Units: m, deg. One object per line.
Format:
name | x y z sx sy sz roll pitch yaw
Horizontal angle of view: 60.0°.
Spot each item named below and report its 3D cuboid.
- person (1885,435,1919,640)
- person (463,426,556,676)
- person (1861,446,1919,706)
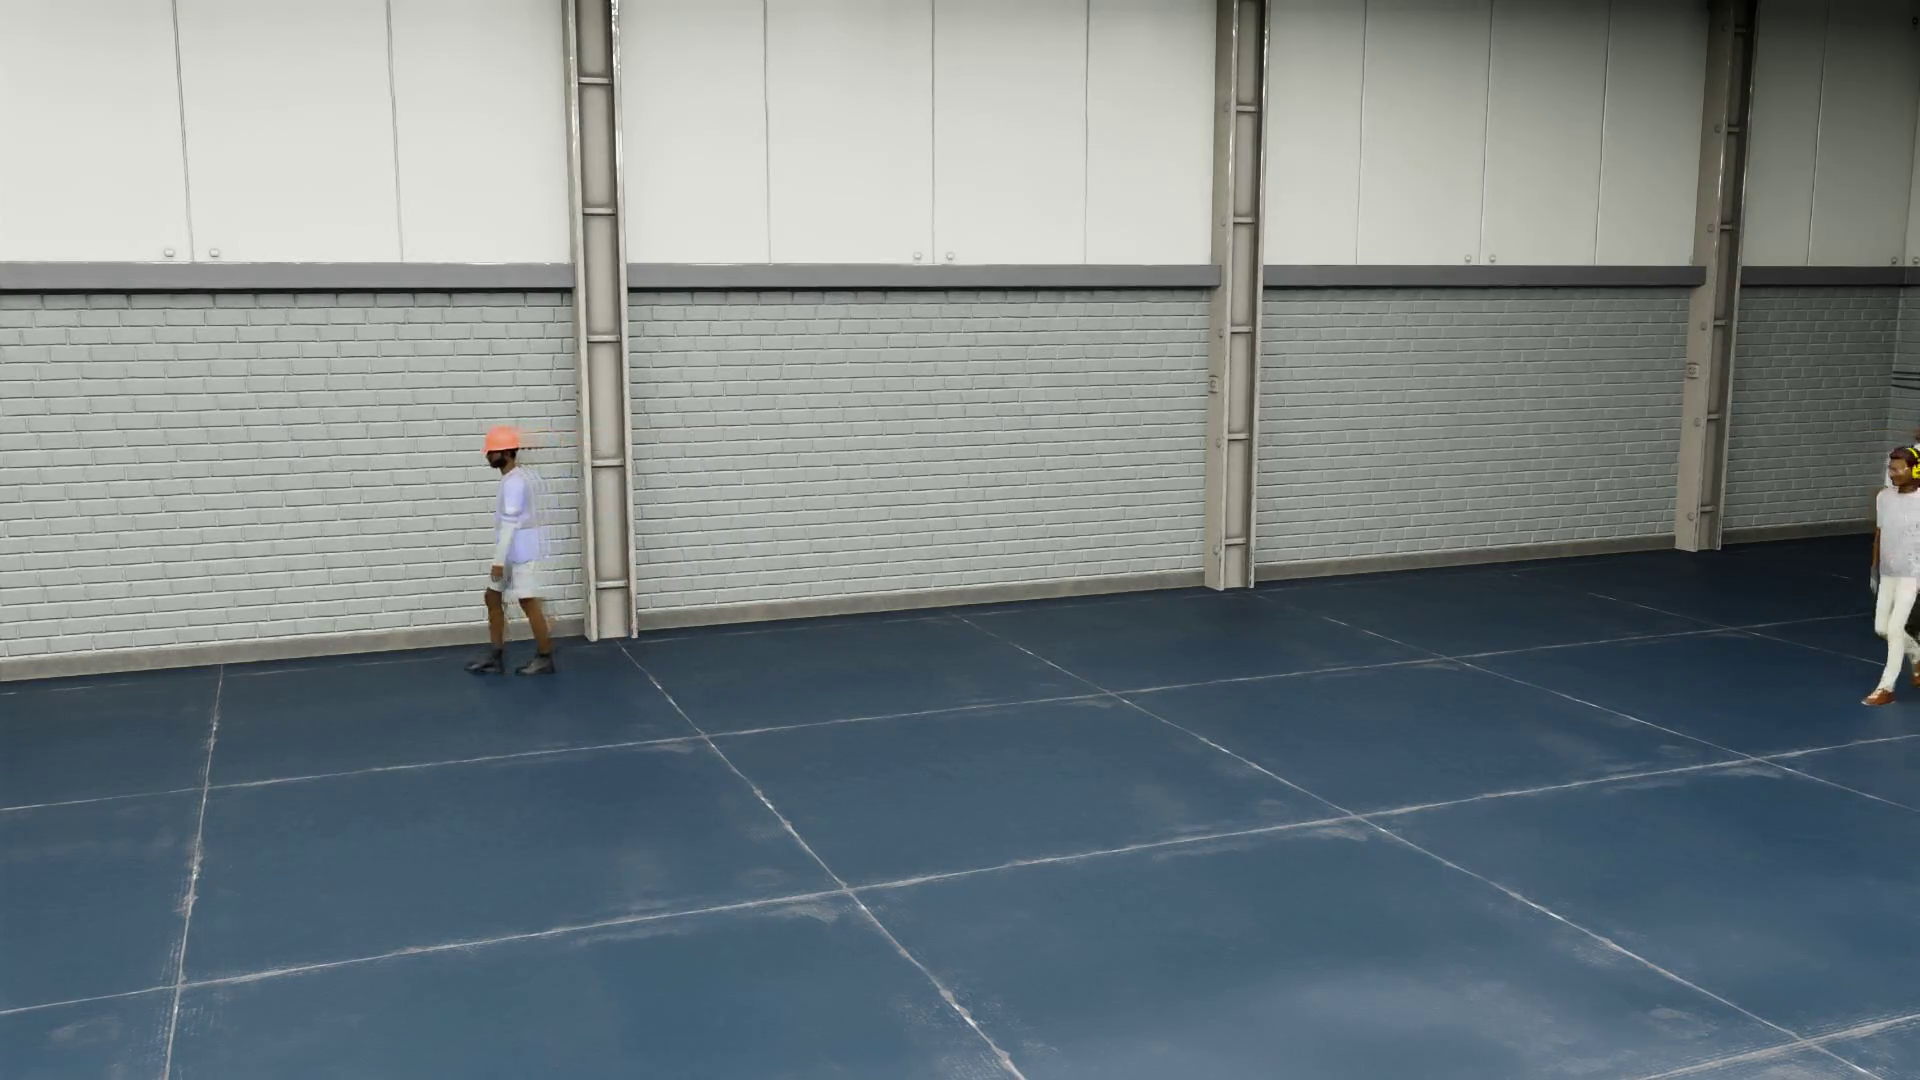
person | 7.858 -0.125 13.504 0.979 2.000 0.688 -5 10 -27
person | -3.451 0.103 12.485 0.809 1.906 0.565 -3 10 -20
person | 6.727 0.246 11.805 0.718 1.848 0.509 -4 10 -24
